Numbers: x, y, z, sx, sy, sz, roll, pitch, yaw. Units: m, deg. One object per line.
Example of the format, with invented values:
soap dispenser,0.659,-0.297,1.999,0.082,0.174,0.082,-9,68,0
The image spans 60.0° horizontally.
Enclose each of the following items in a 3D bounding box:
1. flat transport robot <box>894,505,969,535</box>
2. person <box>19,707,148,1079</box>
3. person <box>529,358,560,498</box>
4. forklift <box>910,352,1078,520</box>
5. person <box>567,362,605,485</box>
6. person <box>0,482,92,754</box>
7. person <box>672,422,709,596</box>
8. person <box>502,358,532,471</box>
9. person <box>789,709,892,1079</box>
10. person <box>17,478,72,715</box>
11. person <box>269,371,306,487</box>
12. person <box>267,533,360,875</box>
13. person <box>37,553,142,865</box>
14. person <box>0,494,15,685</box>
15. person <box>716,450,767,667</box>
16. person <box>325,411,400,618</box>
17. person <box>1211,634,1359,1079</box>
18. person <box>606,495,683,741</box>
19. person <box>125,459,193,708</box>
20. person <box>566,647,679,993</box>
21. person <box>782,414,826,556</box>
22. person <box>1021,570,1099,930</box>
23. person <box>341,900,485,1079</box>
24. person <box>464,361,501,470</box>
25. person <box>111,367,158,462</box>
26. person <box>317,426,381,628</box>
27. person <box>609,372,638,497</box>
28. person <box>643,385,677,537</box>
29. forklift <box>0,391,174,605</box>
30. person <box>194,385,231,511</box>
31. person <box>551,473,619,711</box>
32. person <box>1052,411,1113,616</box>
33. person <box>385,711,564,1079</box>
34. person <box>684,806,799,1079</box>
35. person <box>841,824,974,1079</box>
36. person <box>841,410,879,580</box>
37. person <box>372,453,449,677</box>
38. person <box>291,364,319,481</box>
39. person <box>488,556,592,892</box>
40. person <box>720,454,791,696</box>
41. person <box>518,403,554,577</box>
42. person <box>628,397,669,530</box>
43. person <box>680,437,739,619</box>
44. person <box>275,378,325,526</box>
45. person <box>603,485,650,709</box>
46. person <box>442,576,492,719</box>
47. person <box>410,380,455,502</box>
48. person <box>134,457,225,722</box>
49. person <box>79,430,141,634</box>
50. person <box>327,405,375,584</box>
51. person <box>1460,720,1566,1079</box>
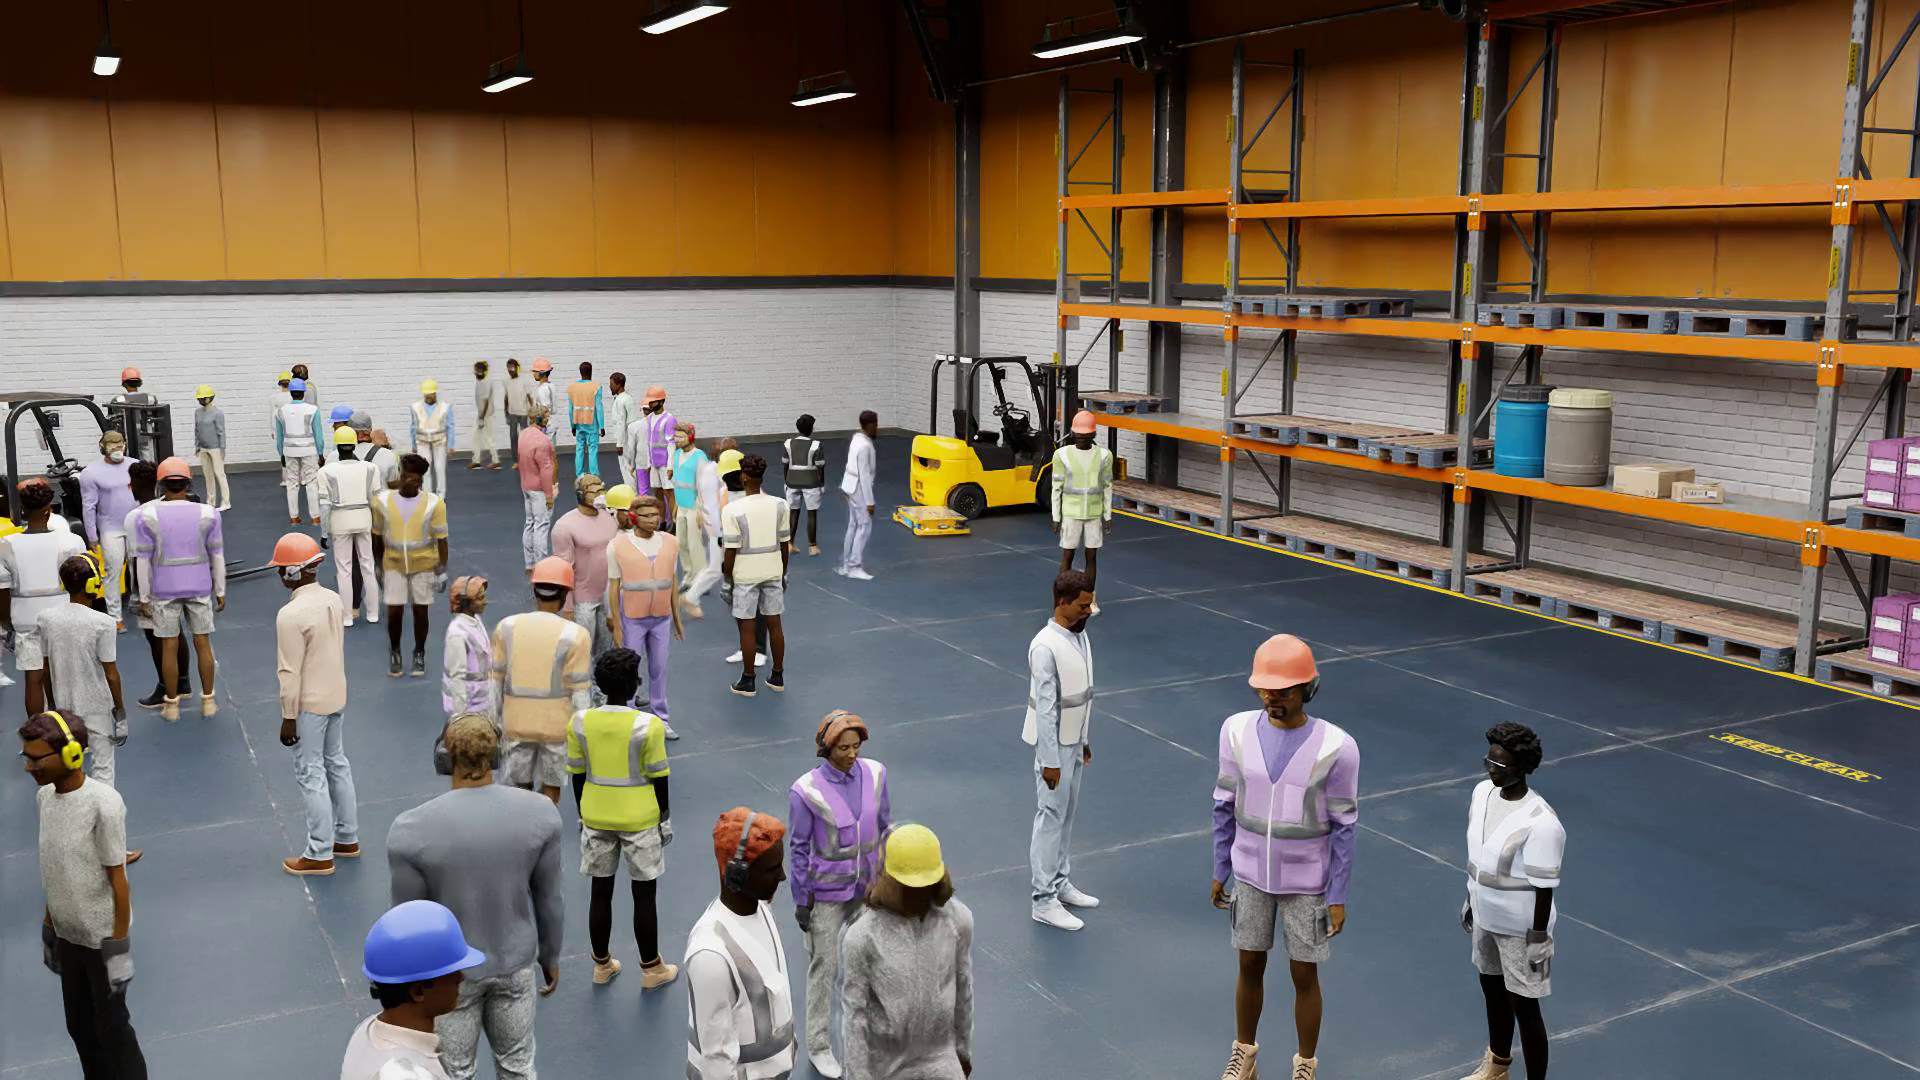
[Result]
flat transport robot,-0.381,-0.268,21.496,0.652,0.197,1.431,-3,10,-15
person,-3.397,1.555,6.457,0.527,1.857,0.332,6,11,30
person,-6.034,-1.619,24.173,0.378,2.045,0.605,-1,10,-3
forklift,0.460,-1.461,22.833,2.313,2.155,1.214,-5,11,-28
person,-5.697,-1.757,25.362,0.587,1.911,0.397,3,10,19
person,-6.478,0.569,11.799,0.611,1.964,0.364,-4,11,-21
person,-2.785,-0.321,17.319,0.389,1.830,0.584,-7,12,-35
person,-7.219,-2.076,27.342,0.547,1.856,0.590,2,10,9
person,-0.519,1.527,7.255,0.523,1.631,0.313,-8,13,-39
person,-6.972,0.462,12.738,0.403,1.862,0.592,-1,10,-5
person,-10.243,-1.690,25.381,0.523,1.769,0.322,-6,11,-31
person,-3.761,0.939,9.631,0.398,1.986,0.607,1,10,4
person,-5.056,1.002,9.626,0.510,1.861,0.324,1,10,8
person,-8.001,0.356,13.703,0.447,1.727,0.497,-6,12,-32
person,-1.877,0.157,14.364,0.618,1.904,0.436,8,13,39
person,-5.862,-0.261,16.366,0.688,2.000,0.536,-4,11,-22
person,1.318,1.387,6.872,0.607,2.044,0.379,6,11,29
person,-2.299,0.576,12.118,0.566,1.841,0.377,-8,12,-38
person,-6.343,0.340,13.120,0.361,1.963,0.613,1,10,8
person,-1.634,1.354,8.058,0.530,1.695,0.321,3,10,16
person,-1.834,-0.641,19.580,0.538,1.686,0.320,3,10,15
person,0.542,1.098,8.915,0.392,1.912,0.588,4,11,20
person,-1.405,1.882,4.339,0.409,1.942,0.609,-5,11,-26
person,-7.828,-2.029,27.179,0.690,1.813,0.605,-9,13,-41
person,-11.086,-1.305,22.377,0.381,2.041,0.616,8,13,39
person,-5.830,-0.126,15.913,0.594,1.925,0.368,-8,12,-37
person,-4.690,-1.393,23.280,0.390,1.908,0.585,-1,10,-5
person,-3.750,-0.967,20.759,0.388,1.930,0.544,-10,14,-44
forklift,-9.026,-0.363,16.508,1.214,2.155,2.313,6,11,29
person,-10.359,-1.265,22.971,0.531,1.760,0.339,5,11,26
person,-2.772,0.456,12.534,0.371,1.940,0.630,6,12,32
person,1.208,-0.255,16.329,0.611,2.040,0.392,-1,10,-7
person,-1.764,1.577,6.113,0.636,1.931,0.377,-6,11,-30
person,-0.669,1.752,5.220,0.356,1.887,0.574,1,10,5
person,-0.141,1.785,5.591,0.505,1.692,0.894,-4,11,-23
person,-1.112,-0.509,18.290,0.403,1.871,0.763,-2,10,-12
person,-4.596,0.218,13.941,0.642,1.920,0.537,-2,10,-10
person,-10.243,-1.831,26.014,0.429,1.837,0.624,-6,11,-30
person,-2.333,1.052,9.212,0.601,1.896,0.637,1,10,8
person,-1.653,0.282,13.454,0.604,1.966,0.367,-7,12,-33
person,-4.620,-0.534,18.228,0.353,1.937,0.635,-7,12,-36
person,-3.962,-0.978,21.316,0.563,1.752,0.327,-1,10,-6
person,-2.295,-0.098,16.086,0.808,1.809,0.627,4,10,20
person,-8.610,-1.142,21.741,0.604,1.939,0.415,0,10,0
person,-2.612,0.472,12.802,0.403,1.817,0.601,1,10,8
person,-2.995,1.022,10.173,0.325,1.629,0.523,-1,10,-8
person,-7.354,-1.330,23.186,0.609,1.800,0.620,-2,10,-10
person,-5.952,0.377,12.729,0.611,2.032,0.411,-6,11,-30
person,-7.900,-0.081,15.663,0.381,1.929,0.636,9,13,41
person,-6.570,-0.488,17.935,0.612,1.946,0.405,9,13,41
person,2.261,1.566,6.870,0.321,1.693,0.539,-3,10,-16
